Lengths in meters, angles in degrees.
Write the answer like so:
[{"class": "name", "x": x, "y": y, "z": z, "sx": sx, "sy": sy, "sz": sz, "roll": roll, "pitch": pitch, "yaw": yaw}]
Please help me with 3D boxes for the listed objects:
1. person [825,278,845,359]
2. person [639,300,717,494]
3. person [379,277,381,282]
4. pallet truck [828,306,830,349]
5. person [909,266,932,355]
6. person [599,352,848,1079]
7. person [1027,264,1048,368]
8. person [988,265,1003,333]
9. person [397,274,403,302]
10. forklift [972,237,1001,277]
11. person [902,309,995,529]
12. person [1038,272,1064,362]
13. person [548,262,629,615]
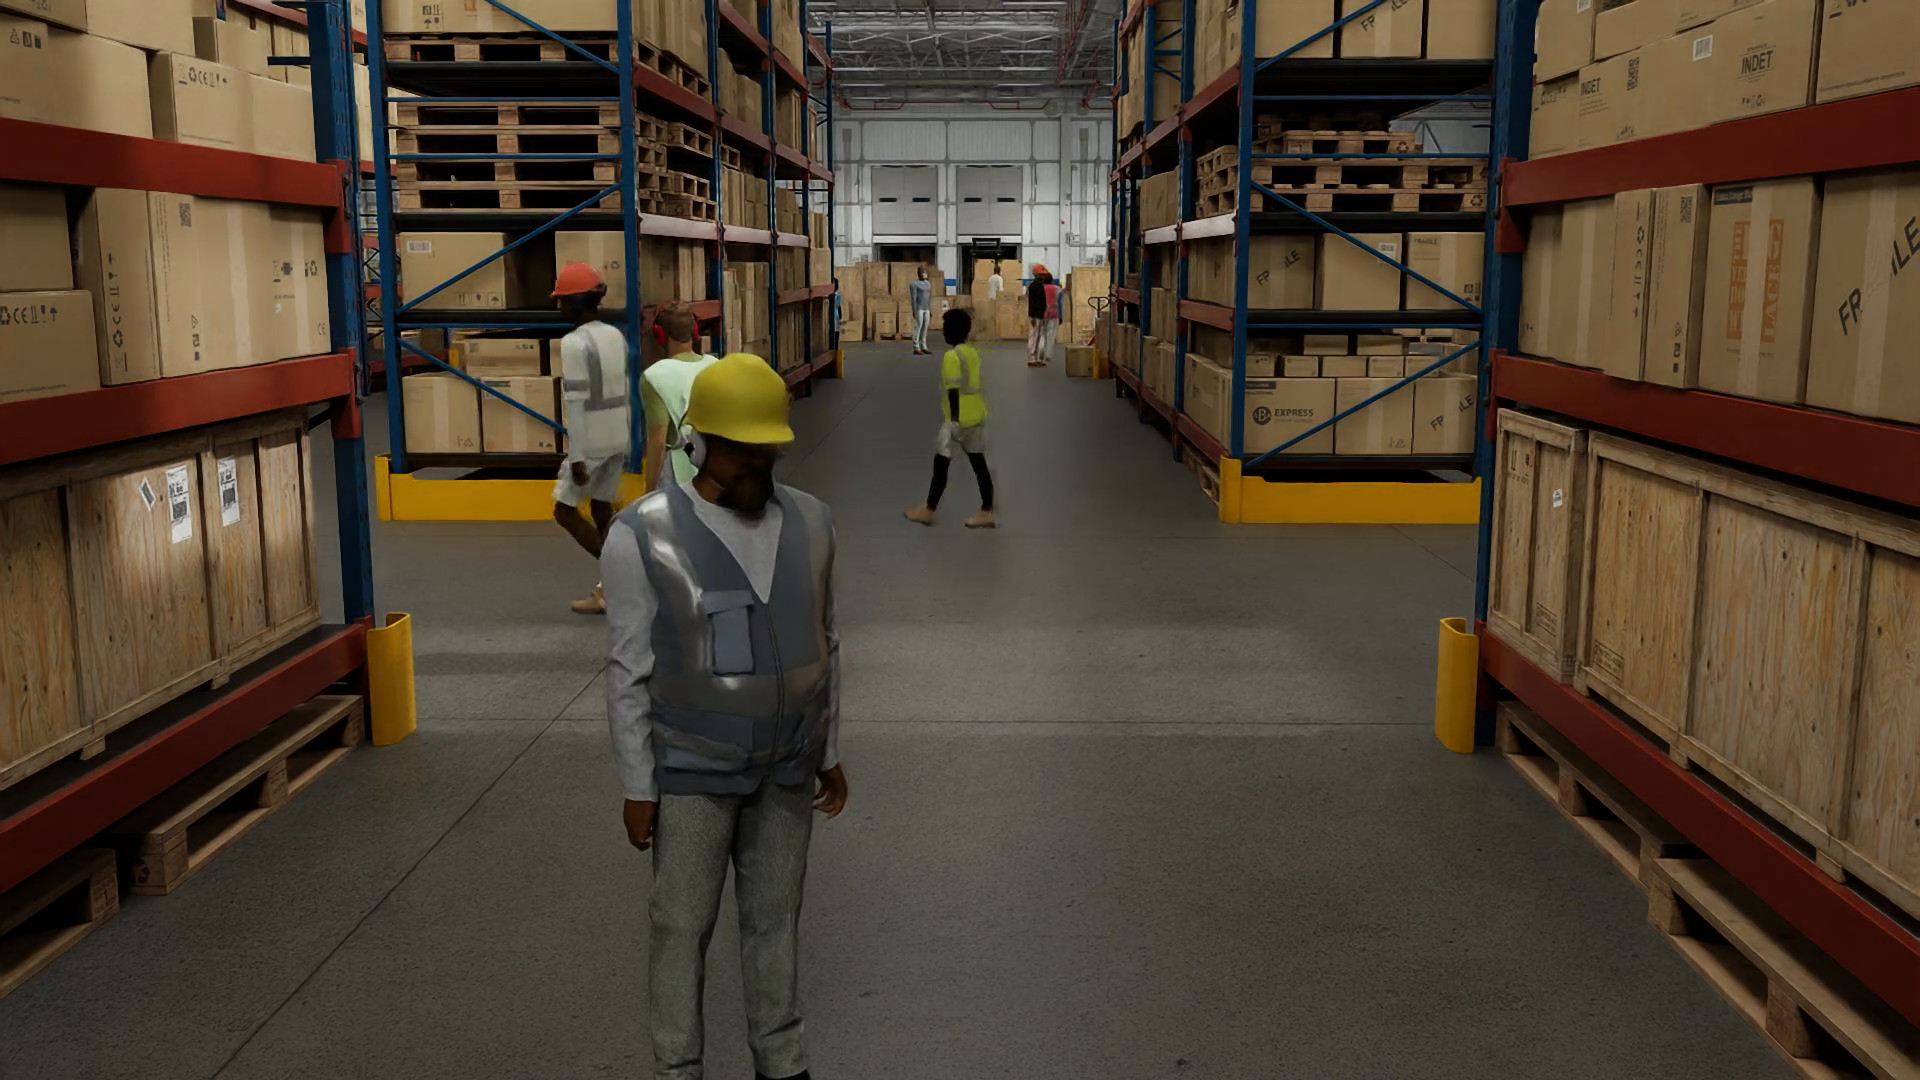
[{"class": "person", "x": -2.635, "y": -4.631, "z": 34.838, "sx": 0.315, "sy": 1.696, "sz": 0.541, "roll": -8, "pitch": 12, "yaw": -40}, {"class": "person", "x": -1.344, "y": -0.259, "z": 8.228, "sx": 0.389, "sy": 1.838, "sz": 0.563, "roll": 7, "pitch": 12, "yaw": 35}, {"class": "person", "x": -21.703, "y": -9.463, "z": 63.098, "sx": 0.589, "sy": 1.927, "sz": 0.388, "roll": -5, "pitch": 11, "yaw": -28}, {"class": "pallet truck", "x": -3.100, "y": -3.940, "z": 29.800, "sx": 1.885, "sy": 1.965, "sz": 0.823, "roll": 3, "pitch": 10, "yaw": 19}, {"class": "person", "x": -0.839, "y": -5.026, "z": 36.484, "sx": 0.372, "sy": 1.940, "sz": 0.630, "roll": 7, "pitch": 12, "yaw": 37}, {"class": "person", "x": -0.505, "y": 0.491, "z": 3.769, "sx": 0.587, "sy": 1.828, "sz": 0.404, "roll": -7, "pitch": 12, "yaw": -36}, {"class": "person", "x": 1.505, "y": -4.313, "z": 32.041, "sx": 0.396, "sy": 1.993, "sz": 0.618, "roll": 4, "pitch": 10, "yaw": 20}, {"class": "person", "x": 1.038, "y": -6.887, "z": 47.627, "sx": 0.356, "sy": 1.938, "sz": 0.633, "roll": -6, "pitch": 11, "yaw": -30}, {"class": "person", "x": -19.760, "y": -8.669, "z": 58.002, "sx": 0.699, "sy": 2.000, "sz": 1.030, "roll": 0, "pitch": 9, "yaw": -1}, {"class": "forklift", "x": 0.851, "y": -8.408, "z": 53.923, "sx": 1.129, "sy": 2.768, "sz": 1.873, "roll": 0, "pitch": 9, "yaw": 1}, {"class": "person", "x": -0.069, "y": -0.918, "z": 12.673, "sx": 0.801, "sy": 1.658, "sz": 0.549, "roll": 5, "pitch": 11, "yaw": 26}, {"class": "person", "x": 1.809, "y": -4.584, "z": 34.213, "sx": 0.646, "sy": 1.808, "sz": 0.830, "roll": 0, "pitch": 9, "yaw": 1}, {"class": "person", "x": -2.076, "y": -0.548, "z": 9.421, "sx": 0.474, "sy": 2.025, "sz": 0.614, "roll": 3, "pitch": 10, "yaw": 19}]
